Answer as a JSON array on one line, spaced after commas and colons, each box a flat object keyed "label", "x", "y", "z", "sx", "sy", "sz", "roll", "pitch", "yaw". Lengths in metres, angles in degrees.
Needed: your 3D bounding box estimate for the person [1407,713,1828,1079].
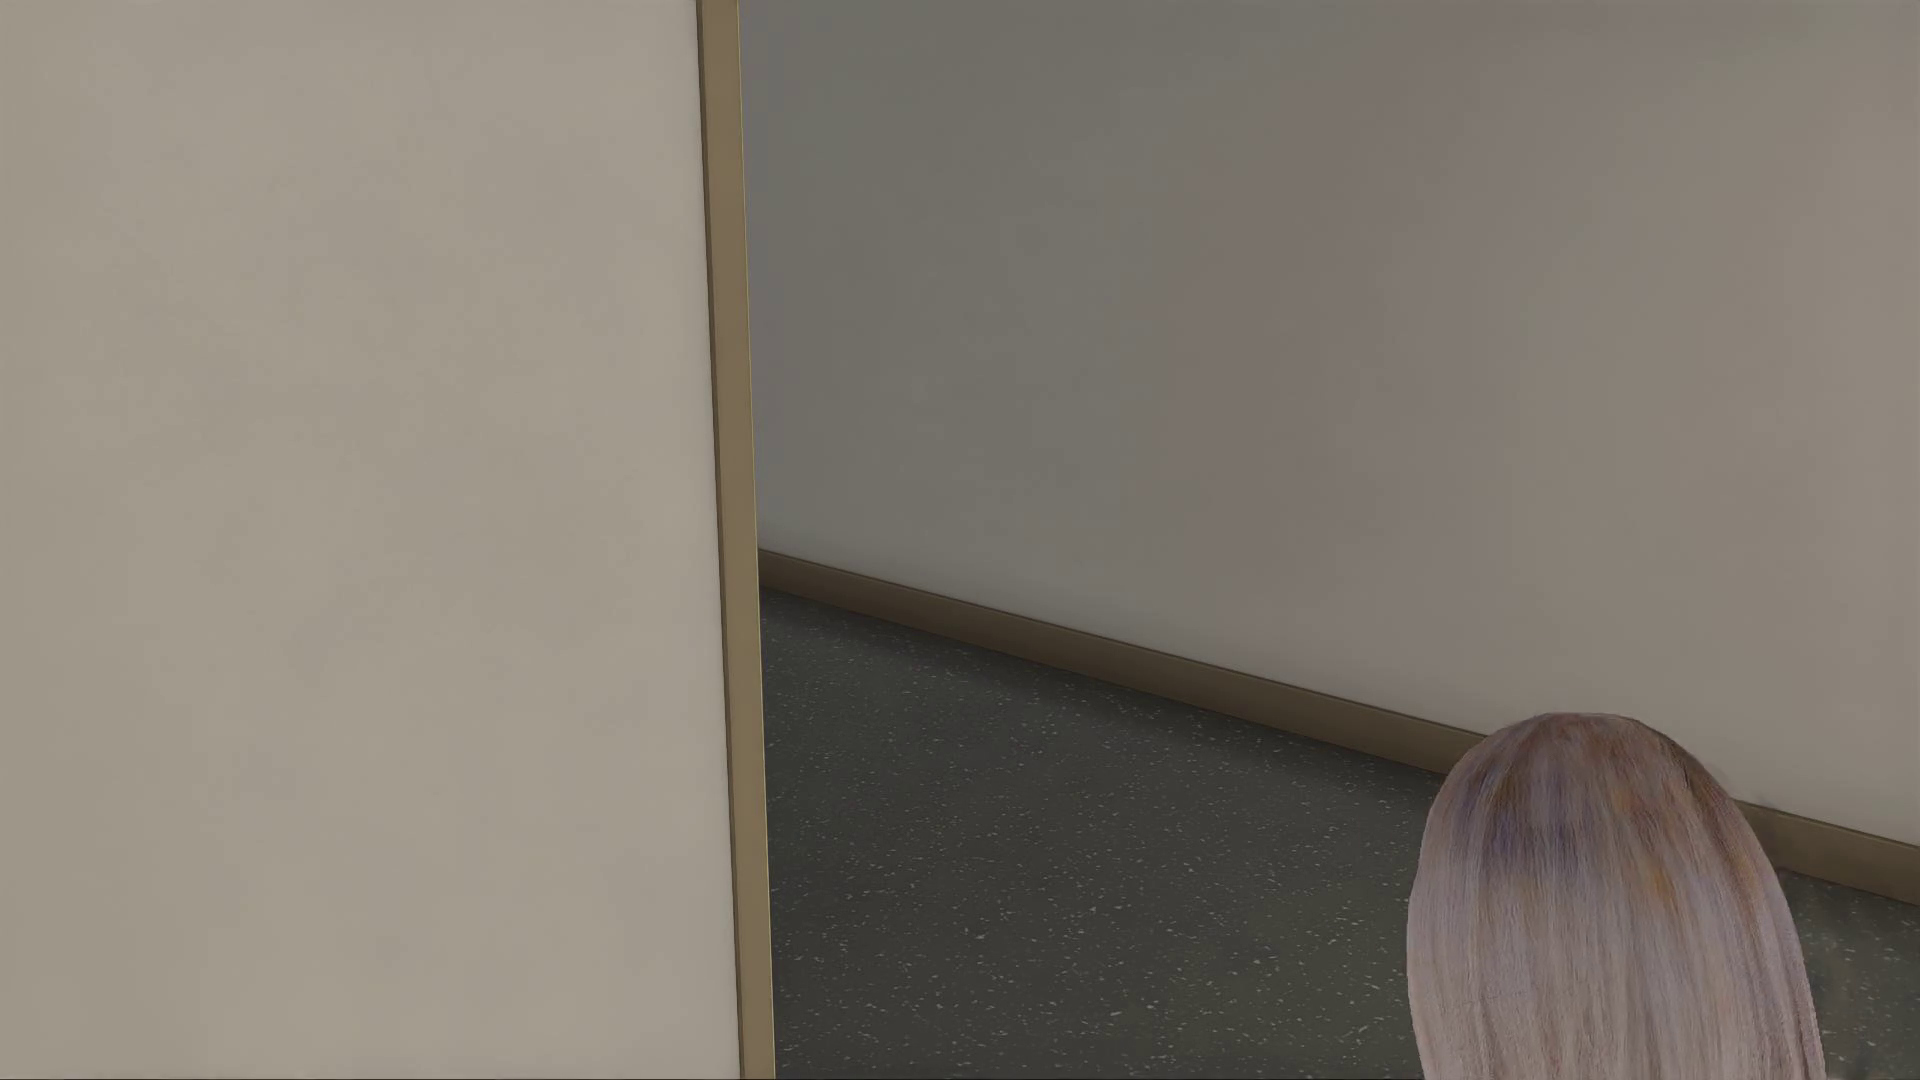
[{"label": "person", "x": 0.411, "y": 1.022, "z": 1.022, "sx": 0.892, "sy": 1.804, "sz": 1.023, "roll": 5, "pitch": 16, "yaw": 16}]
